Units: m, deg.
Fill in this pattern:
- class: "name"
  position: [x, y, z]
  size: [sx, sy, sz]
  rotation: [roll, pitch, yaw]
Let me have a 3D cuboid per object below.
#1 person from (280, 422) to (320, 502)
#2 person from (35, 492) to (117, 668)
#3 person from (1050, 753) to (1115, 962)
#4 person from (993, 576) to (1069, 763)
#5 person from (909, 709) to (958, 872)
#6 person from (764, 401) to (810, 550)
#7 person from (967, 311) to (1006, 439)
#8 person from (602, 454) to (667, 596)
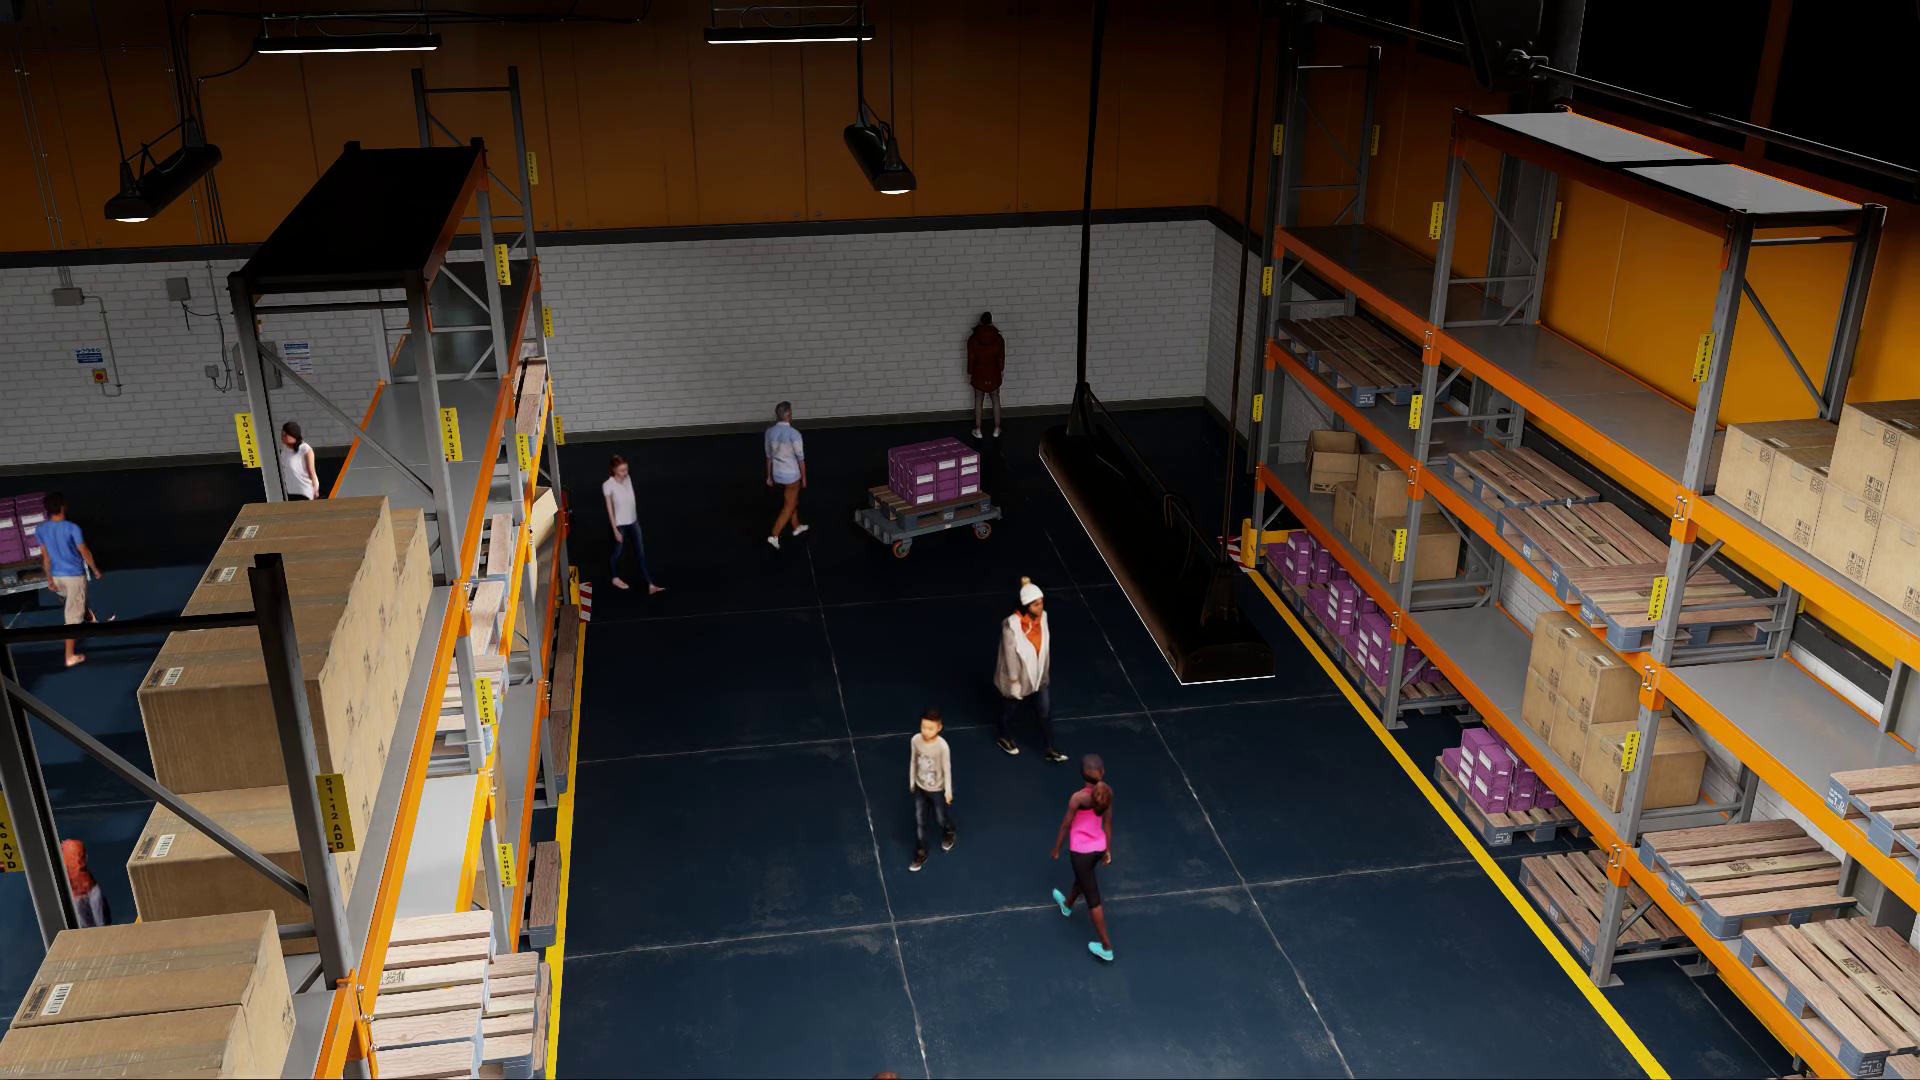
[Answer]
- class: "person"
  position: [-7.921, -0.643, 20.088]
  size: [1.071, 1.660, 1.119]
  rotation: [16, 29, 33]
- class: "person"
  position: [-9.366, 0.445, 17.403]
  size: [0.941, 1.818, 1.299]
  rotation: [5, 24, 11]
- class: "person"
  position: [1.041, 2.489, 12.911]
  size: [0.880, 1.671, 1.177]
  rotation: [-15, 28, -30]
- class: "person"
  position: [0.528, 1.191, 15.643]
  size: [0.958, 1.859, 1.152]
  rotation: [-15, 28, -30]
- class: "person"
  position: [-0.203, 2.070, 14.141]
  size: [0.842, 1.453, 0.938]
  rotation: [12, 26, 25]
- class: "person"
  position: [-2.138, -0.762, 20.192]
  size: [1.155, 1.795, 1.227]
  rotation: [15, 28, 31]
- class: "person"
  position: [0.374, -2.367, 23.811]
  size: [0.694, 1.837, 0.669]
  rotation: [-4, 24, -8]
- class: "person"
  position: [-3.917, -0.173, 18.964]
  size: [1.141, 1.699, 1.023]
  rotation: [18, 29, 35]
